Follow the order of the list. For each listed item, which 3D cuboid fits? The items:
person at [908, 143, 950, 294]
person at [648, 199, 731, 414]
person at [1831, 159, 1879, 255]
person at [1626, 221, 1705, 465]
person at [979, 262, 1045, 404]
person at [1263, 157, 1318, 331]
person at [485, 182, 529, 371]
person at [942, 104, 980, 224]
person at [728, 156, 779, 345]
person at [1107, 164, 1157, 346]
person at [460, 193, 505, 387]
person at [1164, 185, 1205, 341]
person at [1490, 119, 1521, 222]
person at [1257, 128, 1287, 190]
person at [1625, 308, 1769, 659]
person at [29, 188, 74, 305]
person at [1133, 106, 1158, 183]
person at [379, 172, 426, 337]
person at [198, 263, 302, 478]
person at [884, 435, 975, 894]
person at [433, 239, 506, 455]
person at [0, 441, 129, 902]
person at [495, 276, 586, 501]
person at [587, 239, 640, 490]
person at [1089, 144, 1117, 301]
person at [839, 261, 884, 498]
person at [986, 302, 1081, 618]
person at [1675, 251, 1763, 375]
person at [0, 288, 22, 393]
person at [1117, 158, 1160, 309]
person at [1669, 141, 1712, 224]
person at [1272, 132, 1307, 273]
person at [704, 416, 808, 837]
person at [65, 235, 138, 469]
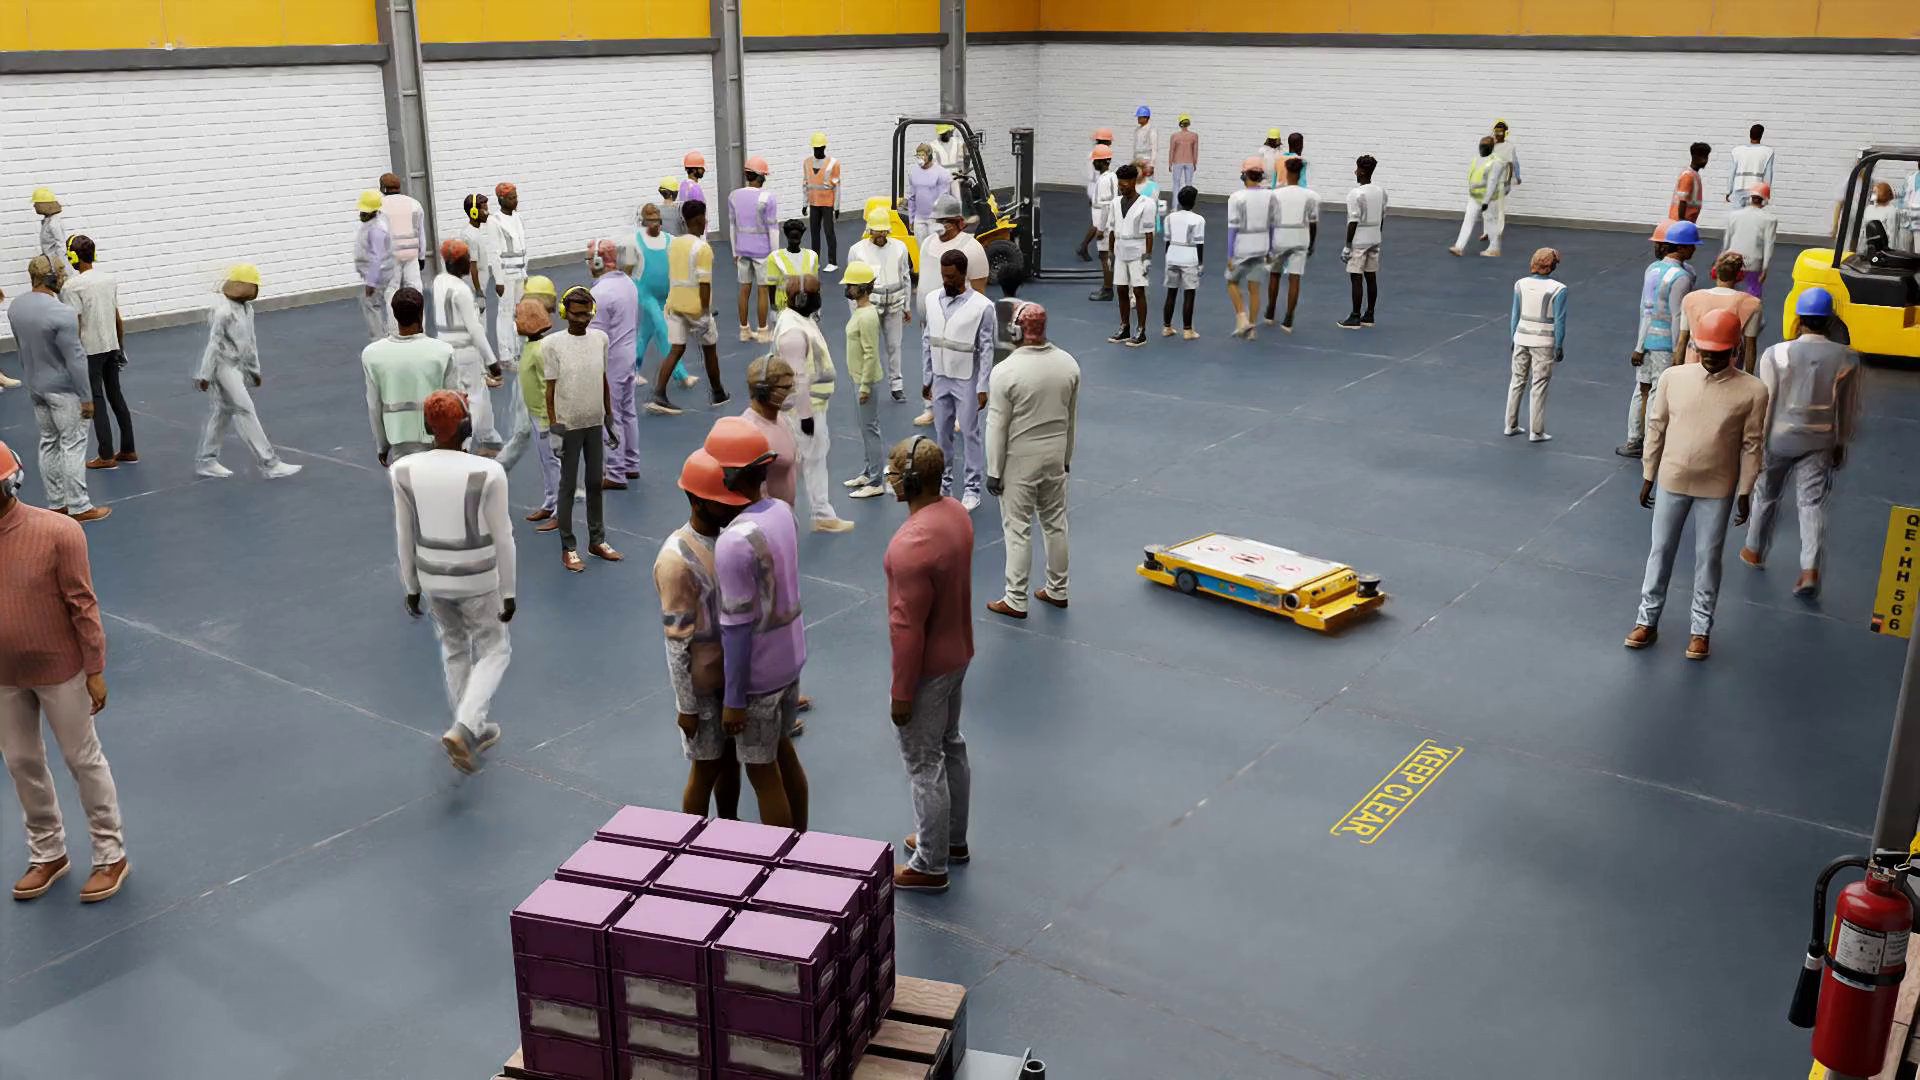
[{"bbox_3d":[-0.401,-4.087,21.234,0.632,1.930,0.378,13,22,35],"label":"person"},{"bbox_3d":[-2.471,-2.100,15.038,0.606,1.925,0.924,13,22,35],"label":"person"},{"bbox_3d":[11.265,-3.976,21.044,0.534,1.825,0.565,-4,18,-12],"label":"person"},{"bbox_3d":[5.658,-1.581,13.351,0.400,1.945,0.615,-1,18,-3],"label":"person"},{"bbox_3d":[0.399,-1.344,13.089,0.559,1.657,0.840,-2,18,-5],"label":"person"},{"bbox_3d":[3.773,-3.409,19.082,0.617,1.929,0.862,2,18,6],"label":"person"},{"bbox_3d":[-4.556,-2.673,16.870,0.337,1.882,0.584,4,18,14],"label":"person"},{"bbox_3d":[-0.046,-6.411,28.308,0.636,2.000,0.860,-10,20,-29],"label":"person"},{"bbox_3d":[-2.214,-3.148,18.125,0.611,2.032,0.411,9,20,27],"label":"person"},{"bbox_3d":[1.844,-3.098,18.100,0.616,1.951,0.388,17,24,42],"label":"person"},{"bbox_3d":[-4.648,-2.407,16.083,0.324,1.861,0.510,-6,19,-18],"label":"person"},{"bbox_3d":[2.472,-3.064,18.412,0.537,1.693,0.321,16,24,41],"label":"person"},{"bbox_3d":[8.911,-6.033,27.500,0.720,1.798,0.642,-13,22,-35],"label":"person"},{"bbox_3d":[4.970,-5.699,26.572,0.484,1.739,0.313,-1,18,-4],"label":"person"},{"bbox_3d":[4.128,-0.314,9.321,0.610,1.990,0.390,12,21,33],"label":"person"},{"bbox_3d":[-9.611,-2.867,17.703,0.319,1.743,0.488,-12,21,-33],"label":"person"},{"bbox_3d":[3.173,-6.498,28.732,0.405,1.948,0.605,-10,20,-28],"label":"person"},{"bbox_3d":[-6.189,-3.110,18.320,0.633,1.837,0.429,-15,23,-38],"label":"person"},{"bbox_3d":[-5.590,-1.296,12.891,0.898,1.666,0.515,-1,18,-2],"label":"person"},{"bbox_3d":[-0.129,0.513,6.829,0.365,1.933,0.638,6,19,19],"label":"person"},{"bbox_3d":[-3.871,-1.471,13.182,0.663,1.839,0.635,-12,21,-33],"label":"person"},{"bbox_3d":[-3.770,0.524,6.722,0.631,1.979,0.412,0,18,-1],"label":"person"},{"bbox_3d":[-3.171,-1.073,12.171,0.828,1.688,0.511,-3,18,-10],"label":"person"},{"bbox_3d":[-2.667,-1.342,12.684,0.406,1.900,0.653,3,18,10],"label":"person"},{"bbox_3d":[1.777,-3.969,20.844,0.377,1.932,0.552,4,18,12],"label":"person"},{"bbox_3d":[-0.735,-1.199,12.451,0.310,1.768,0.533,-3,18,-9],"label":"person"},{"bbox_3d":[0.410,-0.480,9.999,0.642,1.899,0.394,-13,22,-34],"label":"person"},{"bbox_3d":[5.609,-1.221,12.409,0.563,1.837,0.385,14,23,37],"label":"person"},{"bbox_3d":[-9.308,-2.412,15.801,0.384,2.039,0.616,1,18,3],"label":"person"},{"bbox_3d":[2.155,-3.729,20.274,0.518,1.819,0.618,-12,21,-33],"label":"person"},{"bbox_3d":[9.248,-4.085,21.177,0.402,1.952,0.639,11,21,32],"label":"person"},{"bbox_3d":[4.553,-4.667,23.054,0.373,1.915,0.594,-11,21,-32],"label":"person"},{"bbox_3d":[-0.839,0.505,6.701,0.439,2.034,0.612,4,18,13],"label":"person"},{"bbox_3d":[-6.860,-1.487,13.216,0.343,1.857,0.525,5,18,15],"label":"person"}]
